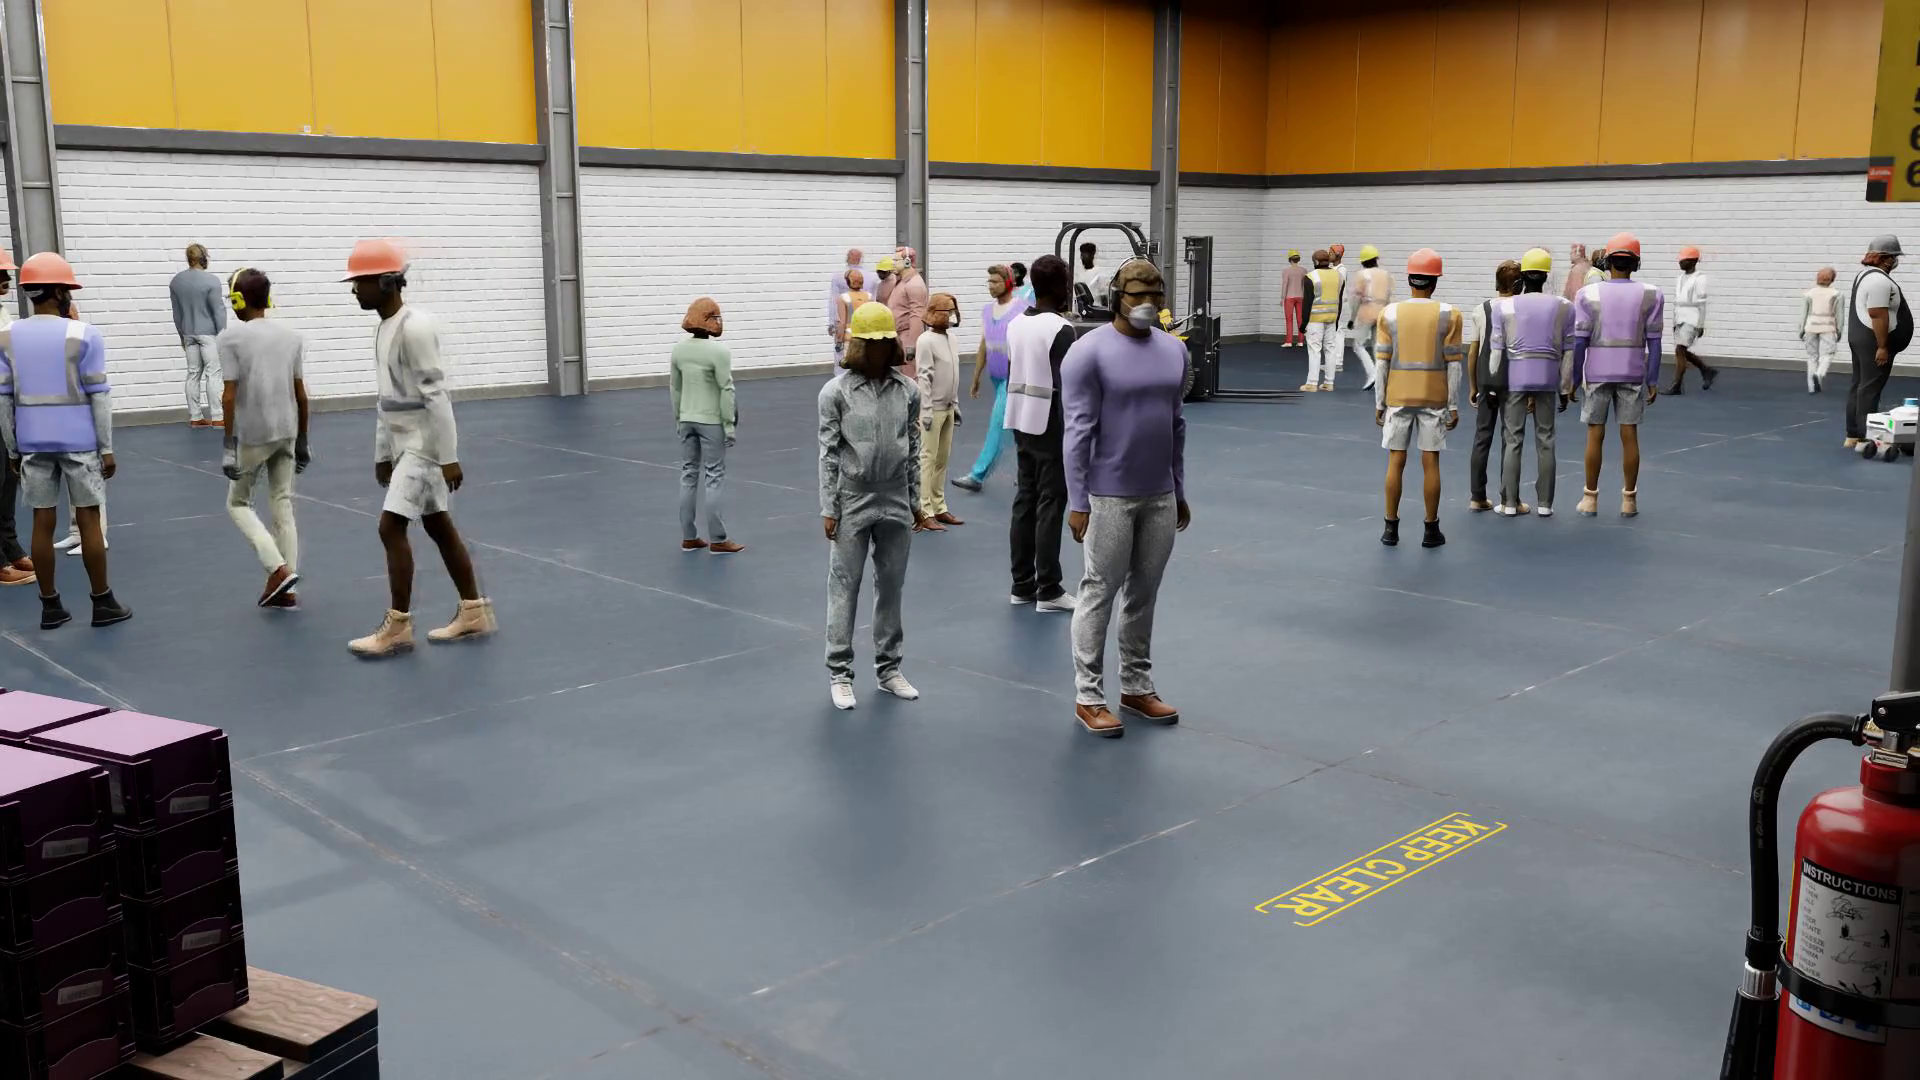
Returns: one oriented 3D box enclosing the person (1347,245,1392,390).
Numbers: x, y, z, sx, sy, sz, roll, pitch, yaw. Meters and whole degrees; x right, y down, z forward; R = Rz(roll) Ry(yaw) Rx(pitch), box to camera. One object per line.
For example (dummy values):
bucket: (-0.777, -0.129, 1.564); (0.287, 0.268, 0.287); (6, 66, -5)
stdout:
person: (5.441, -2.917, 21.840); (0.627, 1.897, 0.471); (-6, 12, -29)

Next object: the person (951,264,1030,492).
person: (0.323, -1.285, 13.226); (0.988, 1.786, 0.584); (-7, 12, -33)

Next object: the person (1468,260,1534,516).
person: (3.935, -1.097, 12.058); (0.328, 1.844, 0.514); (-10, 14, -44)

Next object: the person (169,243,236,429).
person: (-7.915, -2.121, 17.388); (0.630, 1.940, 0.372); (3, 11, 16)

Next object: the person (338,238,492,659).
person: (-2.708, -0.440, 8.044); (0.855, 1.999, 0.626); (-6, 12, -31)

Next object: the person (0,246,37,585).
person: (-5.614, -0.741, 9.705); (0.378, 1.996, 0.611); (-2, 11, -10)

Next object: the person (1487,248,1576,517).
person: (4.090, -1.121, 11.969); (0.589, 1.927, 0.388); (1, 10, 8)

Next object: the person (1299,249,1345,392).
person: (4.671, -2.840, 21.594); (0.621, 1.838, 0.429); (-5, 12, -26)

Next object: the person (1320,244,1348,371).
person: (5.598, -3.457, 24.829); (0.356, 1.883, 0.572); (0, 10, 0)

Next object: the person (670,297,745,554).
person: (-1.631, -0.726, 10.611); (0.501, 1.633, 0.282); (7, 13, 34)

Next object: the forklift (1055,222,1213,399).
forklift: (1.935, -2.847, 20.651); (2.313, 2.155, 1.214); (2, 11, 13)

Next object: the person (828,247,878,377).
person: (-1.349, -2.764, 21.104); (0.699, 1.882, 0.575); (-5, 11, -25)

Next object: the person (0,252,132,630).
person: (-4.634, -0.501, 8.568); (0.547, 1.934, 0.376); (-1, 10, -7)

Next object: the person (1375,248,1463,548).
person: (2.975, -0.916, 10.821); (0.551, 1.937, 0.357); (4, 11, 20)

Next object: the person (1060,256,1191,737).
person: (0.688, -0.178, 6.795); (0.637, 1.936, 0.355); (-7, 13, -35)

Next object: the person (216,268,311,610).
person: (-3.751, -0.529, 8.945); (0.393, 1.847, 0.557); (7, 13, 35)

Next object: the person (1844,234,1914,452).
person: (8.649, -1.853, 15.647); (0.538, 2.000, 0.684); (2, 11, 13)

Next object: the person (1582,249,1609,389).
person: (8.397, -2.900, 21.901); (0.429, 1.844, 0.627); (3, 11, 17)

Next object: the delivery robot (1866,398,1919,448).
delivery robot: (8.555, -1.034, 14.980); (0.707, 0.478, 0.477); (-2, 11, -11)

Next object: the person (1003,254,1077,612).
person: (0.450, -0.569, 8.980); (0.388, 1.919, 0.593); (-6, 12, -29)

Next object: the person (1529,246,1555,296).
person: (8.471, -3.335, 24.199); (0.531, 1.866, 0.667); (4, 11, 23)

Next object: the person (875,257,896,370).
person: (-0.944, -2.826, 21.773); (0.451, 1.739, 0.560); (-7, 12, -33)

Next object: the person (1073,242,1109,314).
person: (1.836, -3.162, 23.083); (0.607, 1.944, 0.834); (10, 14, 43)

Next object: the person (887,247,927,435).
person: (-0.559, -2.012, 16.882); (0.407, 1.908, 0.641); (-3, 11, -16)

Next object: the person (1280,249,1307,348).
person: (6.022, -4.358, 30.065); (0.533, 1.765, 0.322); (-4, 11, -20)

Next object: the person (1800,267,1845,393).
person: (10.938, -2.651, 21.153); (0.521, 1.625, 0.553); (9, 14, 40)

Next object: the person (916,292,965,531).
person: (-0.138, -0.888, 11.492); (0.278, 1.634, 0.498); (5, 12, 26)

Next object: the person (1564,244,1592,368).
person: (9.290, -3.483, 24.923); (0.495, 1.892, 0.658); (8, 13, 36)

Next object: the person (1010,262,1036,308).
person: (0.812, -2.845, 22.048); (0.542, 1.677, 0.623); (5, 11, 24)

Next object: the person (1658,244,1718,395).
person: (9.304, -2.784, 21.094); (0.770, 1.915, 0.549); (-2, 11, -10)

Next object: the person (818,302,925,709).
person: (-0.368, -0.148, 7.161); (0.492, 1.742, 0.318); (-6, 12, -29)

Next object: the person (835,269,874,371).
person: (-1.194, -2.271, 19.019); (0.514, 1.642, 0.310); (-8, 13, -38)

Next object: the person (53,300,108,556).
person: (-5.653, -0.725, 10.585); (0.314, 1.642, 0.514); (-9, 14, -40)

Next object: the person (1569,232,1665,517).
person: (4.713, -1.184, 11.994); (0.611, 2.042, 0.395); (3, 11, 15)
